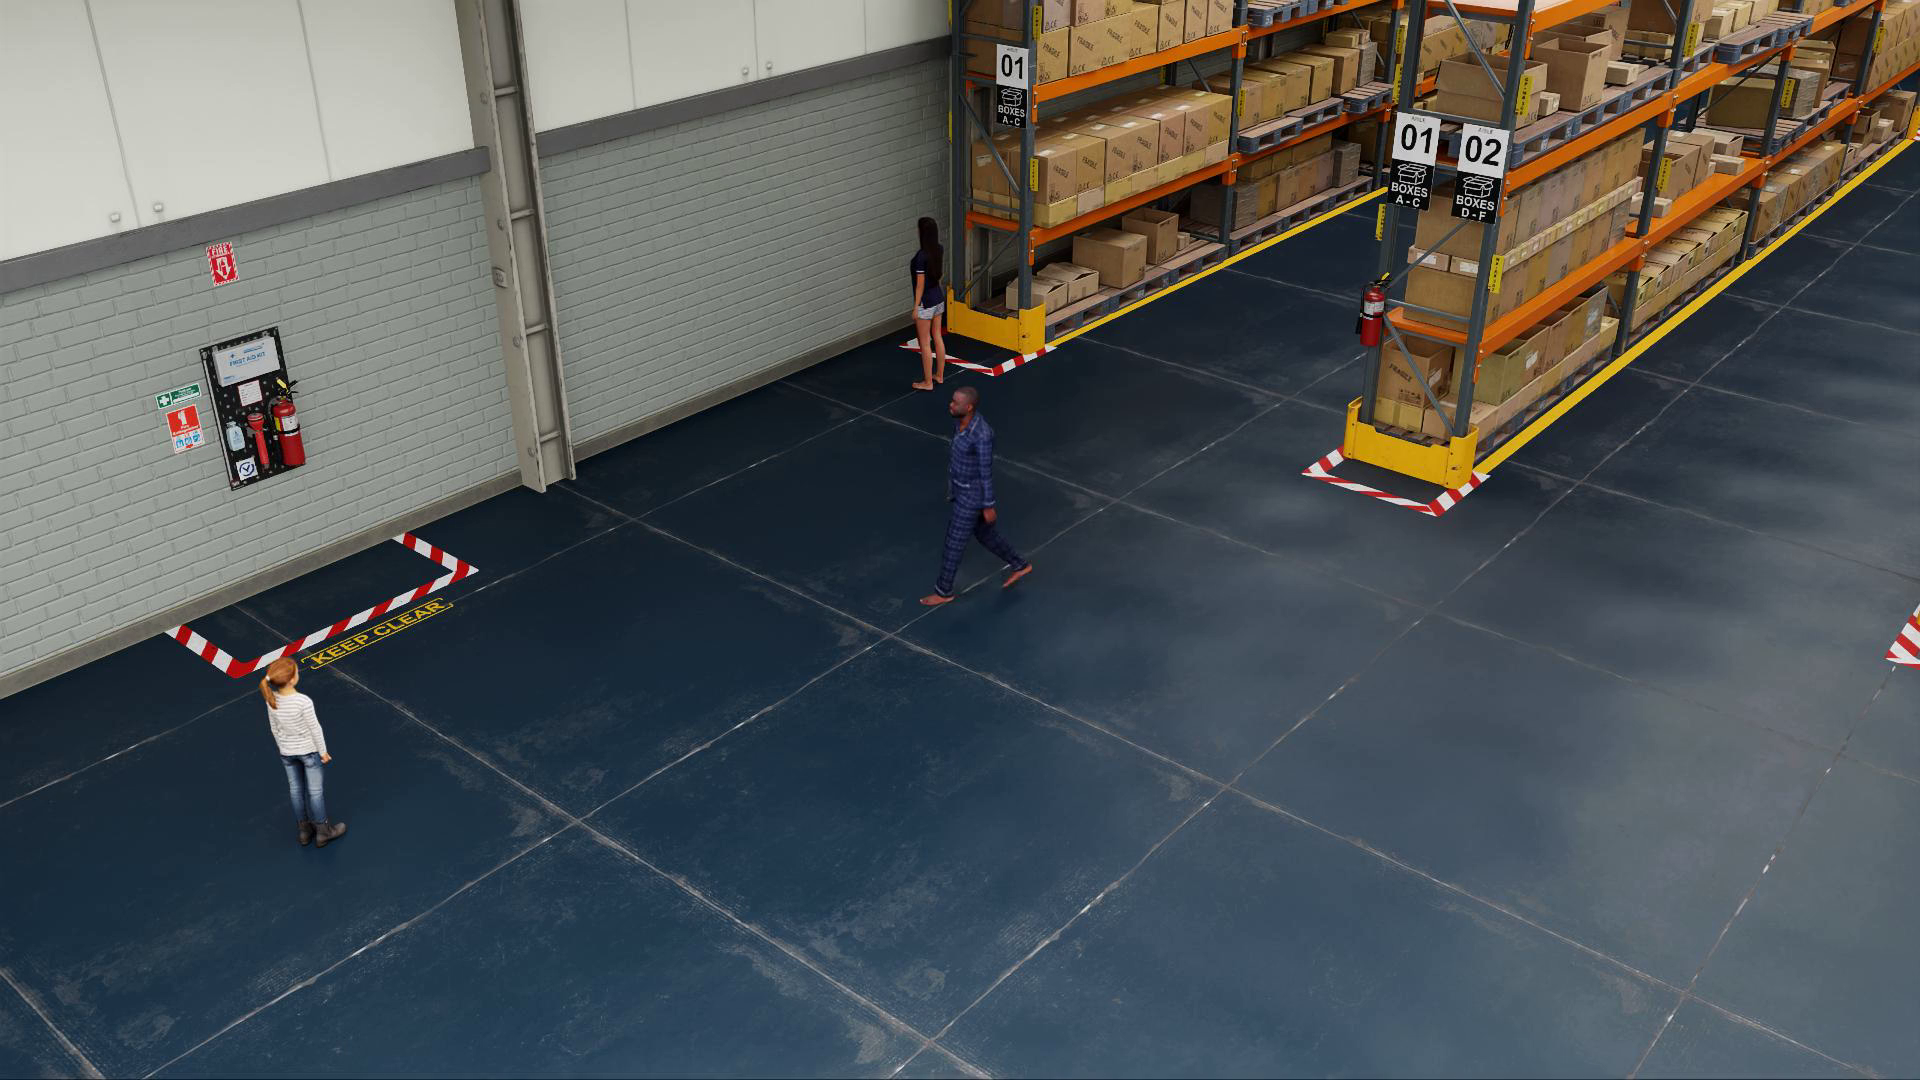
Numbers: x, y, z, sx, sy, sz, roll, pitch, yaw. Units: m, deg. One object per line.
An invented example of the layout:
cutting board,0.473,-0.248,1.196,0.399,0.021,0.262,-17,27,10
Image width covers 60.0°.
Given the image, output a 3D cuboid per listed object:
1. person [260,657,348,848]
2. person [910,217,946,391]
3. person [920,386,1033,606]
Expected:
person,-4.066,1.301,10.230,0.548,1.315,0.579,6,29,11
person,-0.315,-2.365,16.635,0.657,1.765,0.472,19,33,31
person,0.182,-0.338,12.818,1.278,1.775,1.094,-7,29,-13
